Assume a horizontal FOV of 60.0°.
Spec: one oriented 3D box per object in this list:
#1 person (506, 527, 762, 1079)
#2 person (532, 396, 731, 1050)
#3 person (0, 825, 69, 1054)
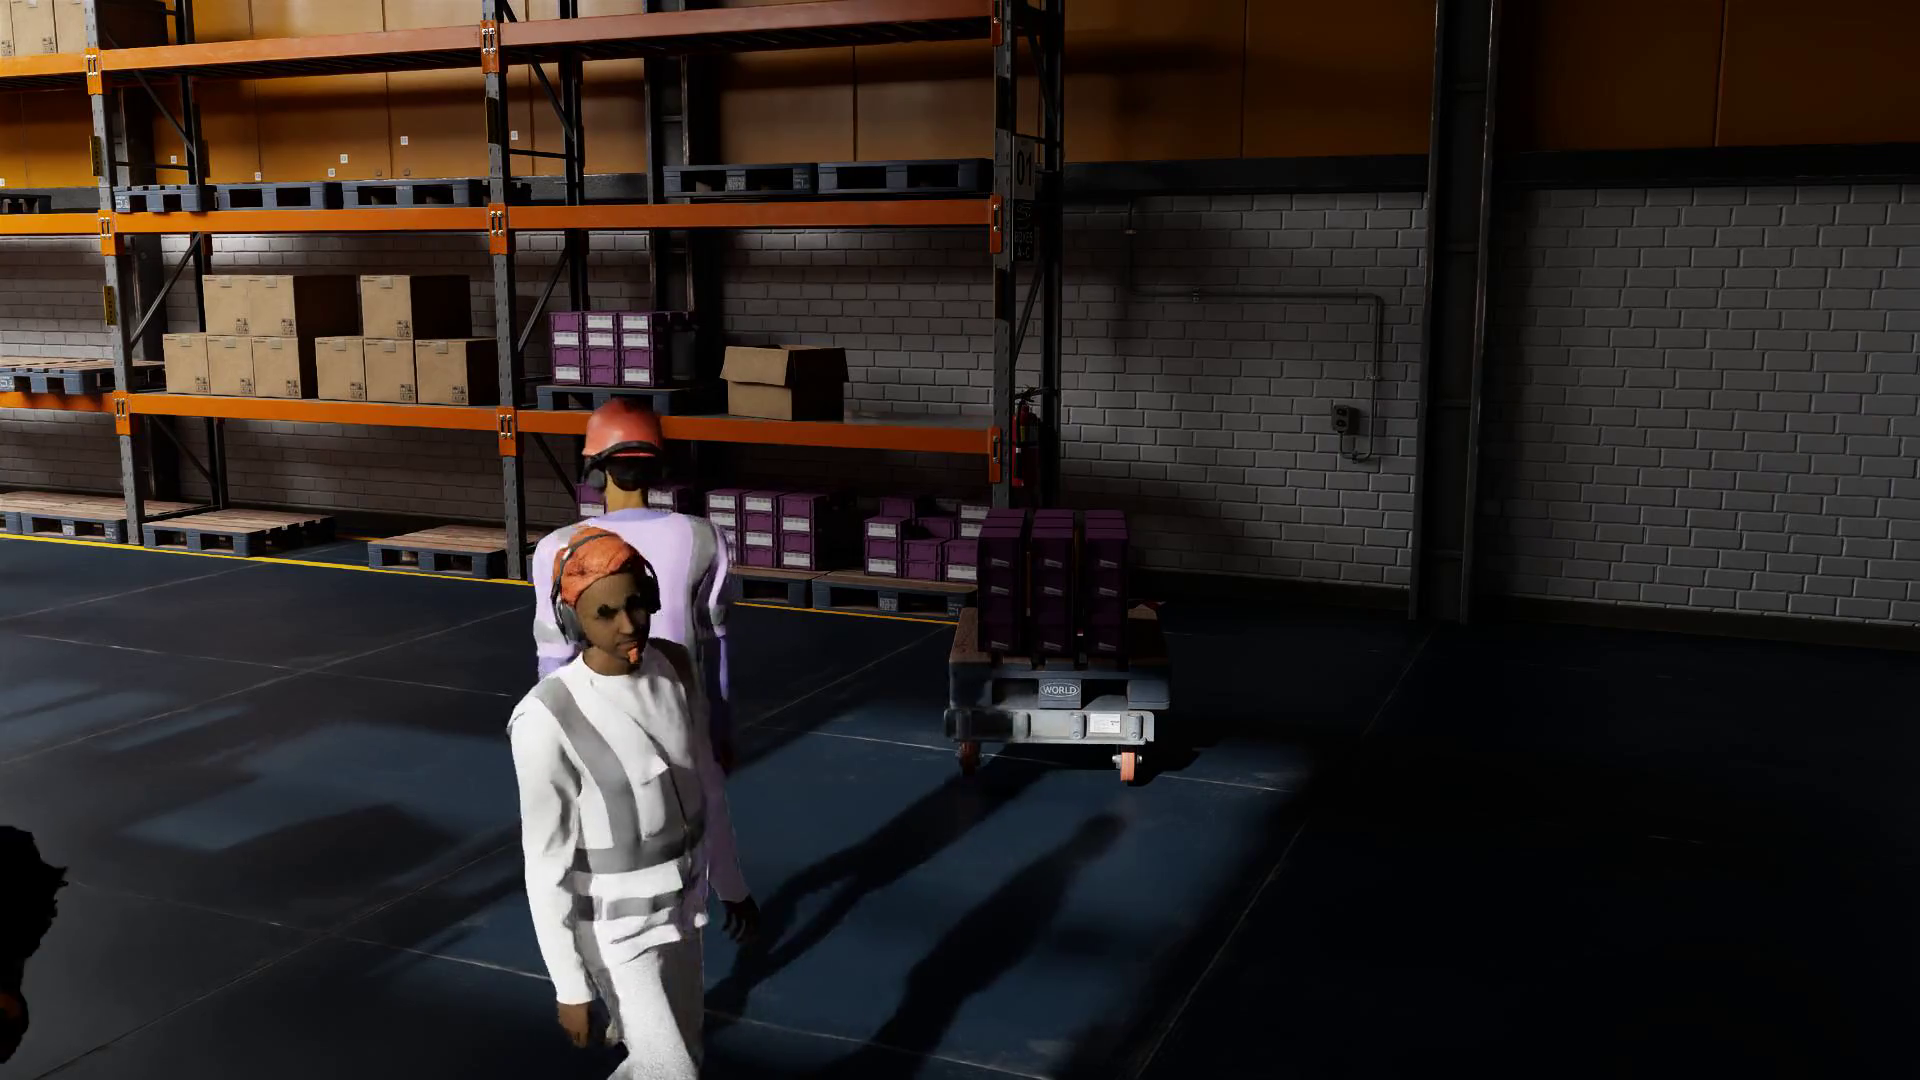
[{"bbox_3d":[-0.755,0.873,3.833,0.696,1.855,0.649,4,10,21],"label":"person"},{"bbox_3d":[-0.976,0.581,5.054,0.617,2.029,0.469,-4,10,-25],"label":"person"},{"bbox_3d":[-1.141,1.200,1.598,0.672,1.934,0.636,9,13,42],"label":"person"}]
